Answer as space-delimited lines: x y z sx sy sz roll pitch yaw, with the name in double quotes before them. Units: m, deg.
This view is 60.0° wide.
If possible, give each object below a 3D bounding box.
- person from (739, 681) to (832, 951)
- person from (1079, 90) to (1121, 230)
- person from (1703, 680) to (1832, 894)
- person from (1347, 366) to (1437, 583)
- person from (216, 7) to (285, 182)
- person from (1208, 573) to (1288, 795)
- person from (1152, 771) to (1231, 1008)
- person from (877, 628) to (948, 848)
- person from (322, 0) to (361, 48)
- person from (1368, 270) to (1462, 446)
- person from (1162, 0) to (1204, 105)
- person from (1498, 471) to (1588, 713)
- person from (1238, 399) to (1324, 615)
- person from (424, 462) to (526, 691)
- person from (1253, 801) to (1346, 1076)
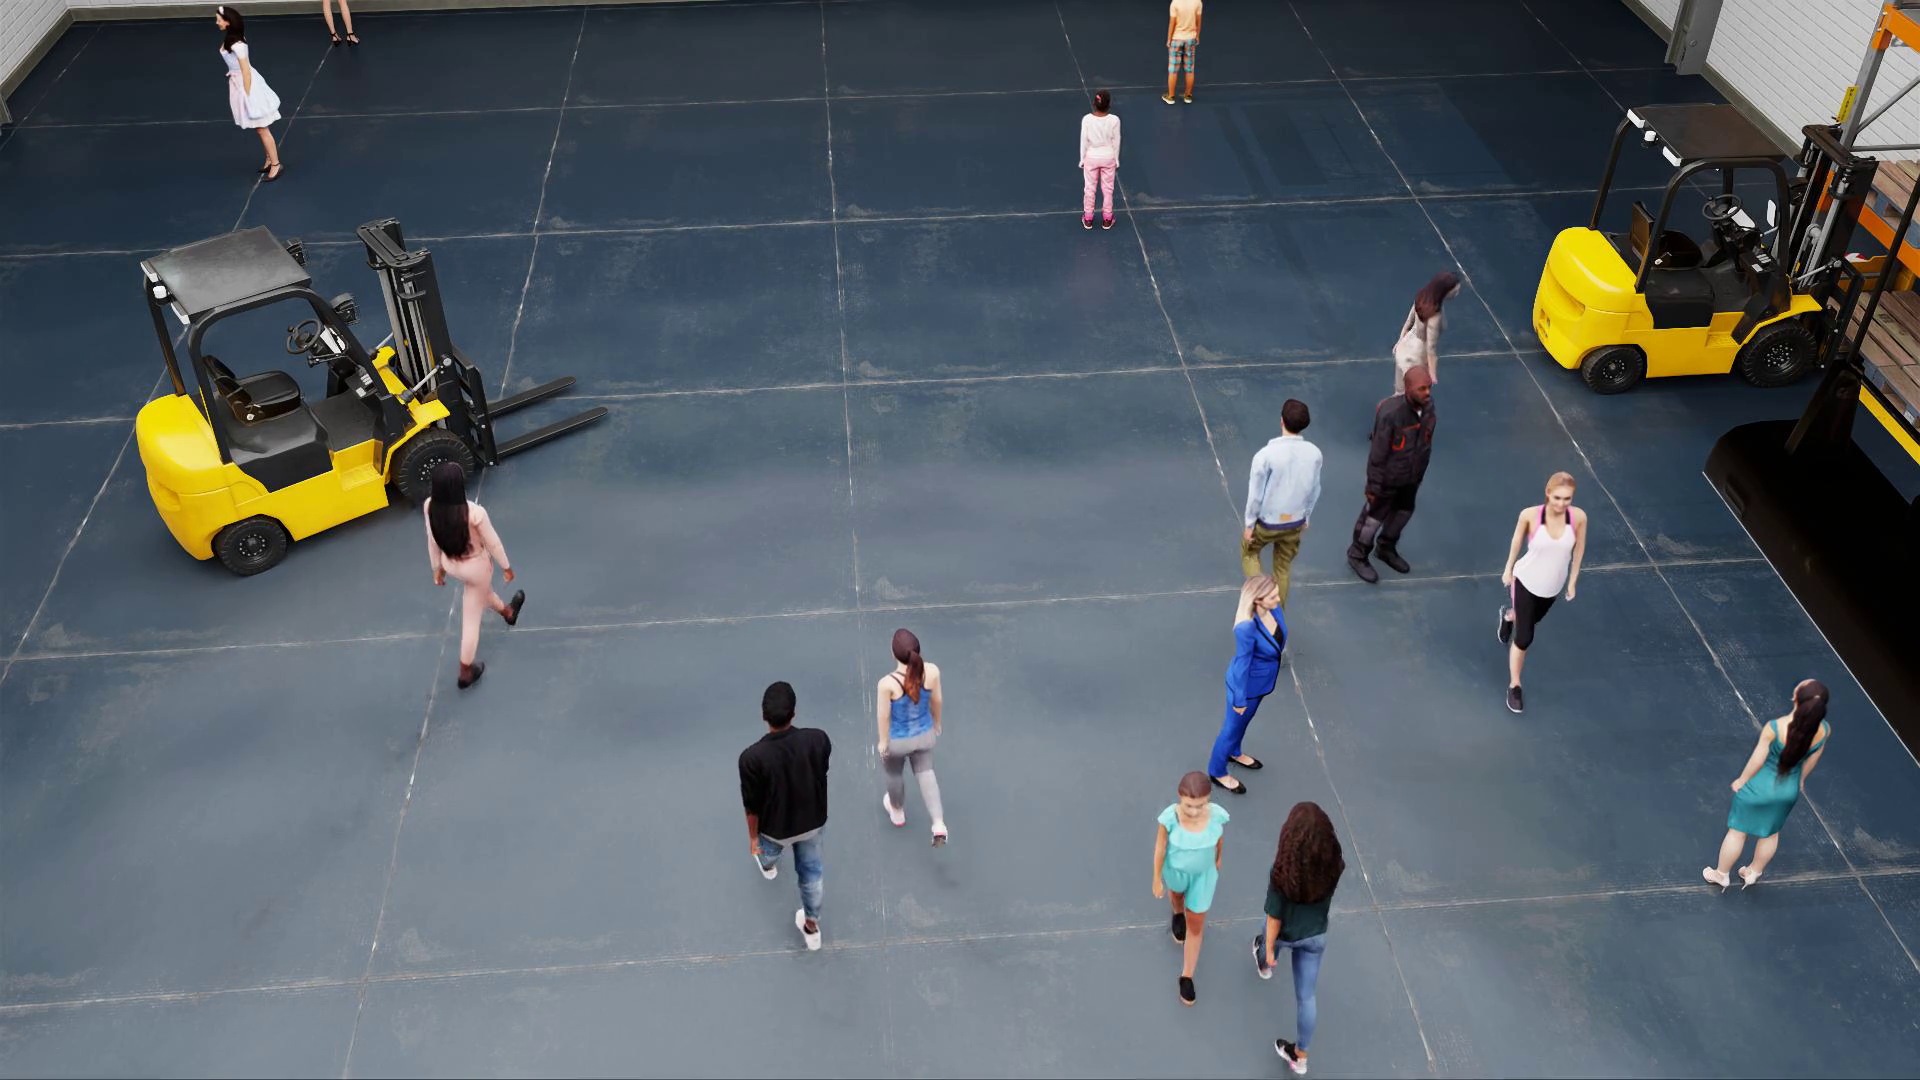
"person" -0.917 1.607 9.326 0.879 1.773 1.169 -13 40 -15
"person" 1.371 -3.738 16.284 0.589 1.441 0.564 5 39 6
"person" 4.687 1.430 9.617 0.556 1.687 0.504 0 39 0
"person" 3.106 -0.514 11.952 0.784 1.810 0.774 -21 43 -25
"person" -7.276 -4.570 17.024 0.879 1.818 0.799 -19 42 -22
"person" 1.772 0.871 10.307 0.771 1.697 0.677 20 43 23
"person" 1.278 1.773 9.323 0.682 1.516 1.040 3 39 3
"person" -0.280 1.218 9.957 0.756 1.594 0.976 -16 41 -19
"person" -7.543 -6.797 19.804 0.582 1.829 0.519 -1 39 -1
"person" 3.530 -1.413 13.166 0.721 1.700 0.650 -4 39 -5
"person" 2.502 -5.603 18.604 0.527 1.462 0.502 -6 39 -7
"person" 3.836 0.236 11.057 0.735 1.756 1.161 2 39 3
"person" 2.206 -0.090 11.439 0.726 1.786 0.693 -8 39 -10
"person" -3.314 0.271 11.077 0.979 1.676 1.232 13 40 16
"person" 1.804 2.145 8.825 0.659 1.557 1.137 -10 40 -12
